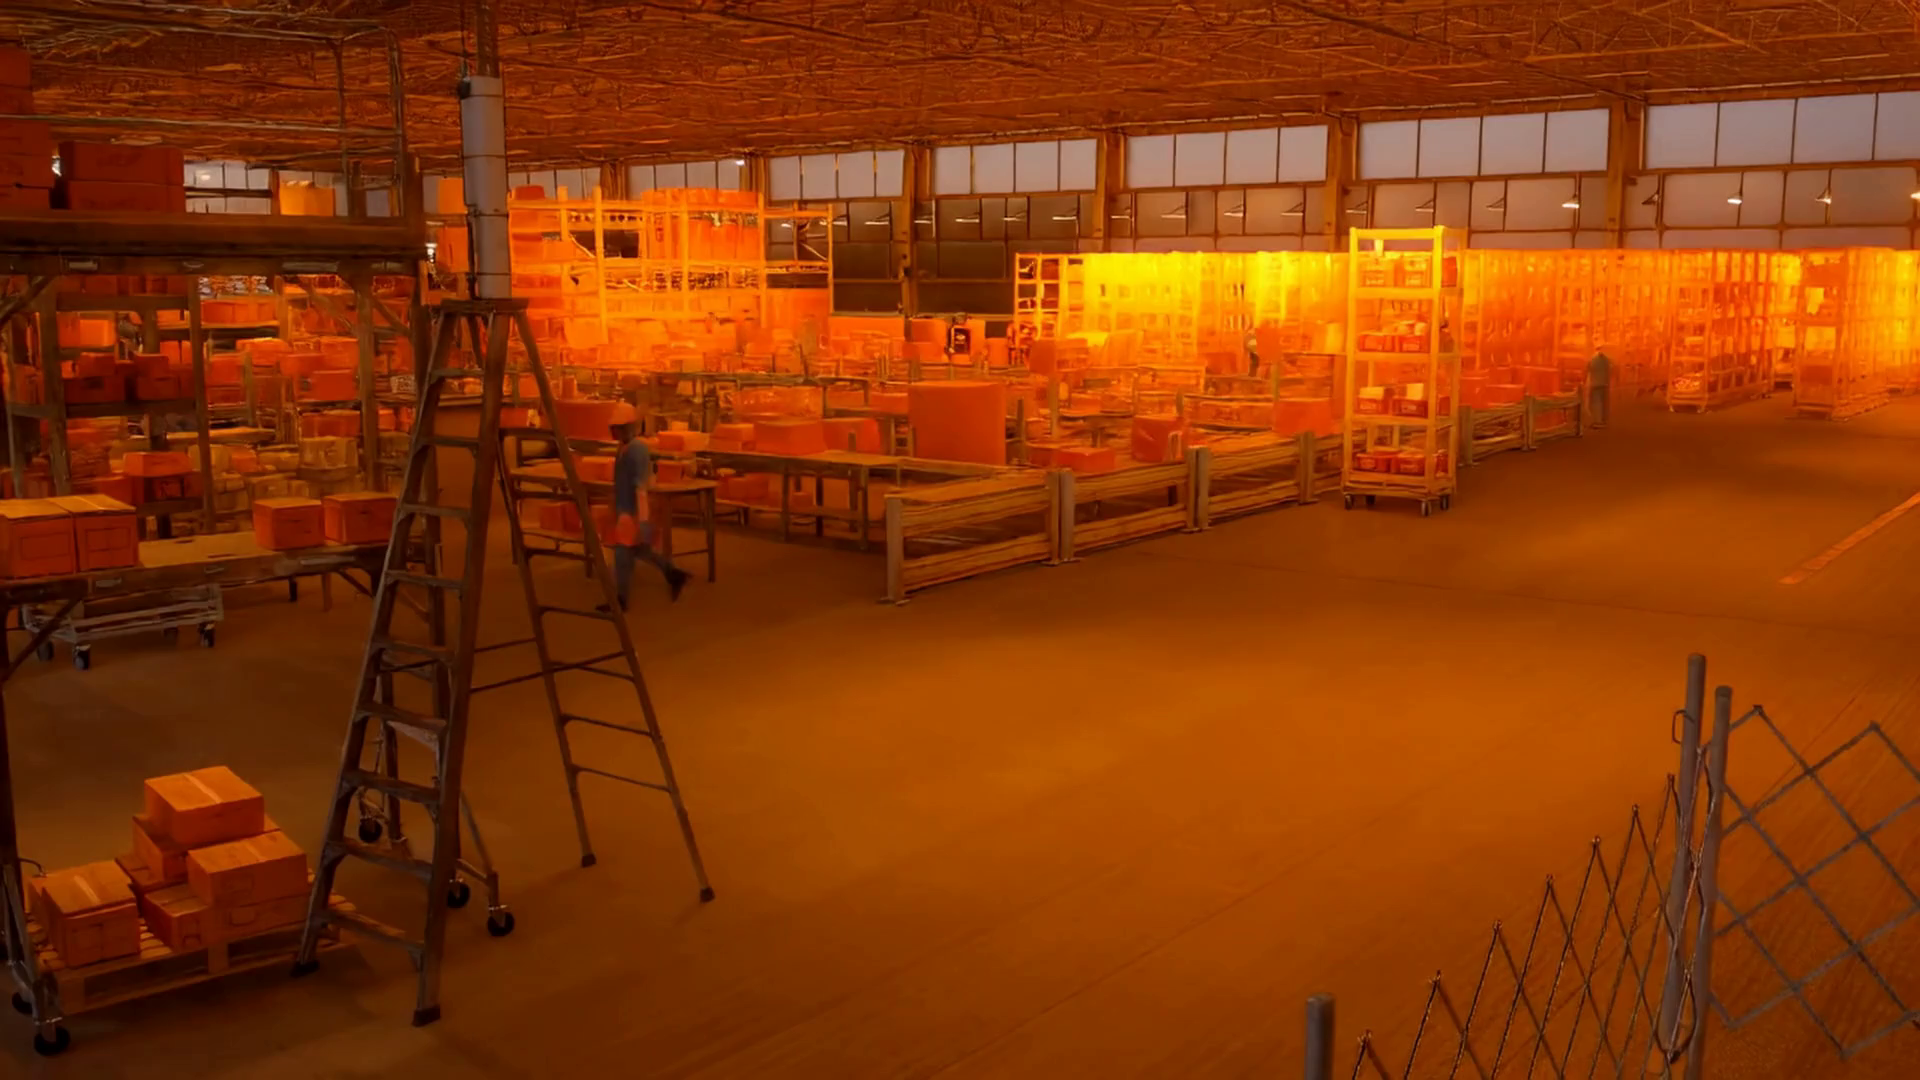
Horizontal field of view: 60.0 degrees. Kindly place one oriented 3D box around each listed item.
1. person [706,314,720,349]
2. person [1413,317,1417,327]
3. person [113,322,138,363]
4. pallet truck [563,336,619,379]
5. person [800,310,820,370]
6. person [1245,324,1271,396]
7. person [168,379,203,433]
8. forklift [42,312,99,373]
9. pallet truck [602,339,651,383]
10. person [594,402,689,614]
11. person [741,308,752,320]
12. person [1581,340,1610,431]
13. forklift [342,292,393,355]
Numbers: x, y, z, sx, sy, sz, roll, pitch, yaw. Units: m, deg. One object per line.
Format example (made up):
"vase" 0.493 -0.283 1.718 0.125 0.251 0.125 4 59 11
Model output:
"person" -7.608 -6.026 51.056 0.939 1.781 0.596 9 13 44
"person" 12.910 -5.573 47.419 0.377 2.044 0.607 1 9 8
"person" -17.170 -3.486 34.420 0.392 2.034 0.605 2 9 15
"pallet truck" -10.690 -5.294 48.215 1.601 1.201 0.680 -5 10 -26
"person" -4.731 -6.293 52.374 0.655 1.893 0.574 -6 11 -35
"person" 7.329 -4.410 40.947 0.584 1.791 0.969 -8 12 -41
"person" -10.747 -1.440 23.033 0.505 1.592 0.860 5 10 28
"forklift" -23.779 -5.451 44.052 1.873 2.768 1.129 7 11 36
"pallet truck" -8.991 -4.871 45.351 0.653 1.274 1.630 7 11 37
"person" -2.881 -0.301 14.949 0.831 1.907 0.538 -4 10 -22
"person" -8.053 -7.918 63.014 0.534 1.736 0.821 7 11 35
"person" 12.355 -3.008 32.347 0.560 1.730 0.734 -2 9 -15
"forklift" -16.485 -5.622 45.120 1.129 2.768 1.873 7 11 37
